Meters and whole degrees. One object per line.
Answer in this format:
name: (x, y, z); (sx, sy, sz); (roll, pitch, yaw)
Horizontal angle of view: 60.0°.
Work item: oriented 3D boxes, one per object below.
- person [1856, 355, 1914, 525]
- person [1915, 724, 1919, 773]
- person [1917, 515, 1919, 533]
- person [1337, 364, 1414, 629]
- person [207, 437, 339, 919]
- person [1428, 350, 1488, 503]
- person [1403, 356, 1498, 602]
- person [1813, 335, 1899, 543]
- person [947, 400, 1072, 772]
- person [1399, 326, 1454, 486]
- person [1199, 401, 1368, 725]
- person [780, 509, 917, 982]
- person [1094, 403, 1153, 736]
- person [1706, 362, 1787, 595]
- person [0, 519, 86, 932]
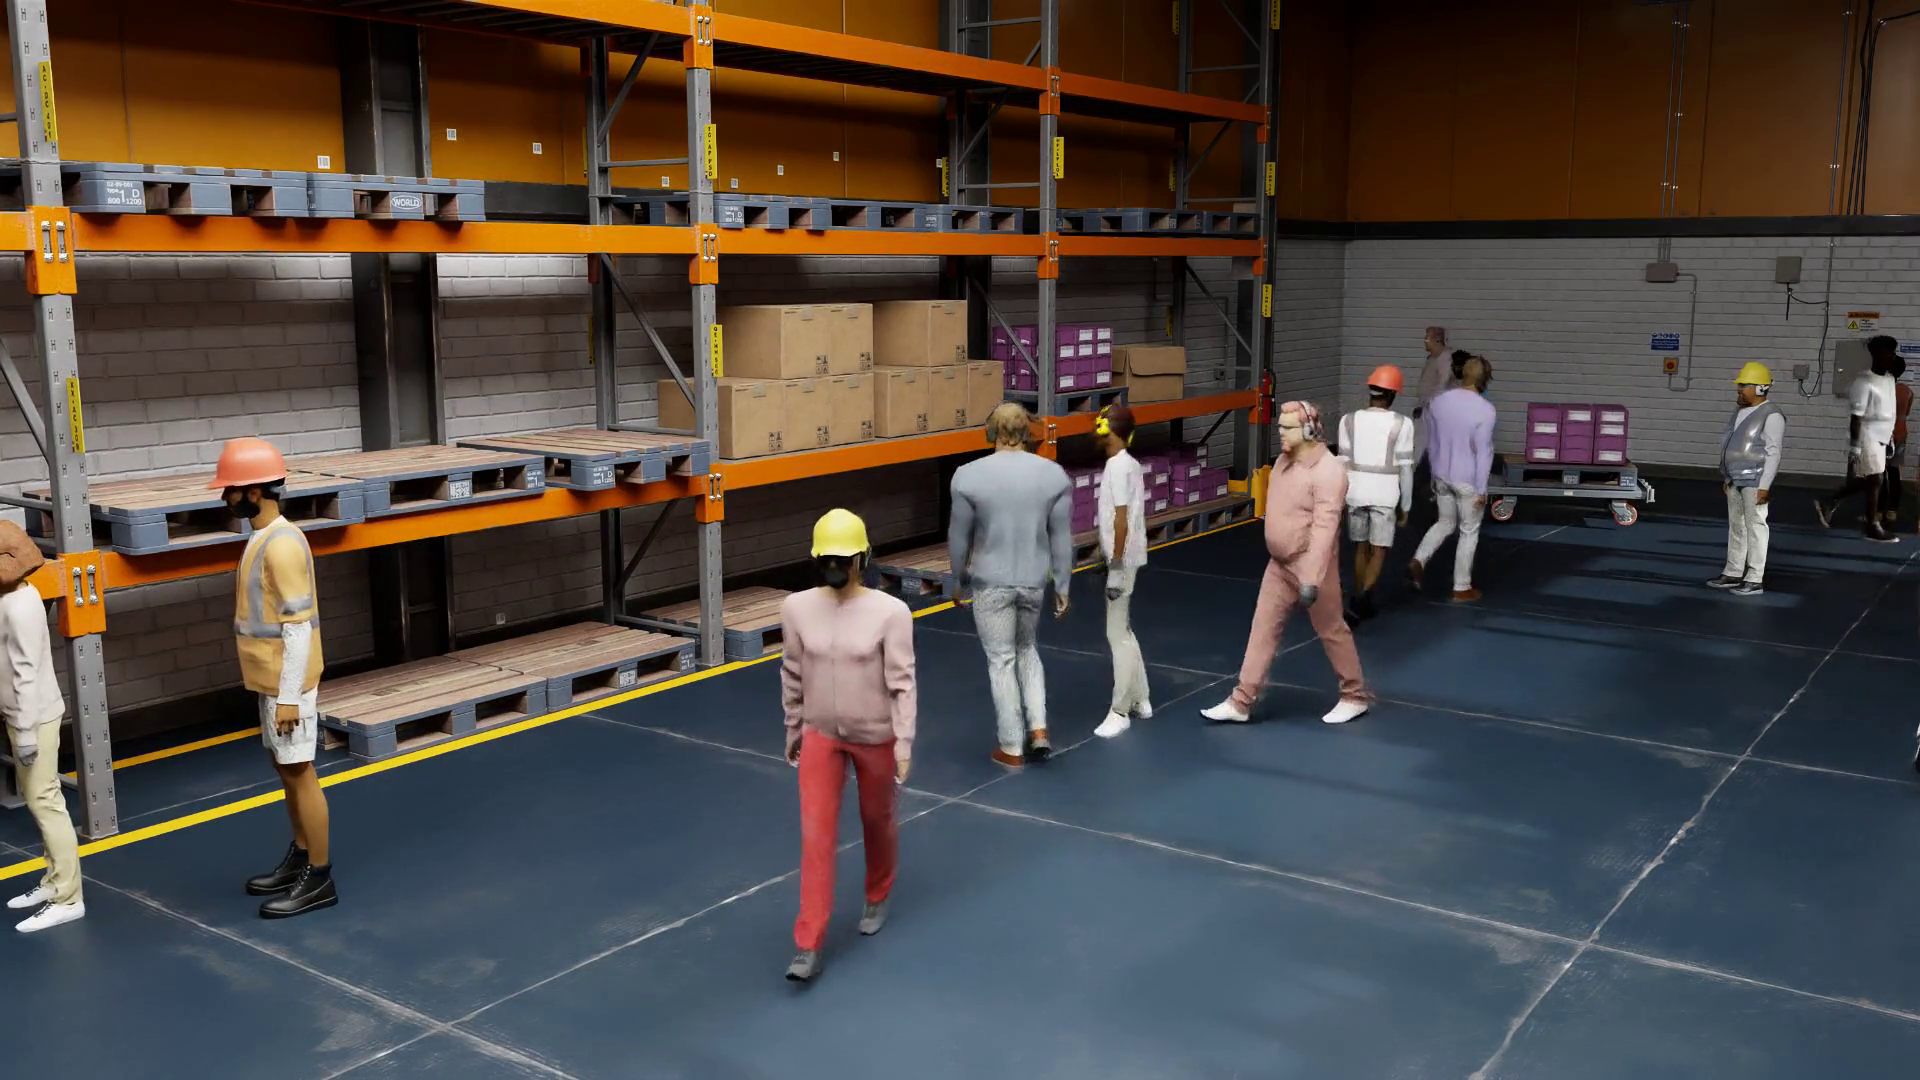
person: (9.255, -1.000, 16.616); (0.535, 1.697, 0.318); (-5, 11, -28)
person: (5.033, 0.436, 8.258); (0.493, 1.630, 0.514); (-9, 13, -42)
person: (6.700, -0.205, 10.862); (0.582, 2.000, 0.713); (-8, 12, -39)
person: (2.922, -0.295, 11.838); (0.556, 1.907, 0.830); (5, 11, 29)
person: (-2.758, 0.550, 6.678); (0.373, 1.933, 0.549); (-5, 11, -30)
person: (5.478, -1.228, 18.013); (0.609, 1.678, 0.543); (-5, 11, -27)
person: (3.768, -0.445, 12.670); (0.654, 1.914, 0.642); (-6, 11, -33)
person: (8.526, -0.972, 15.705); (0.611, 1.944, 0.784); (-8, 12, -38)
person: (0.244, 0.236, 8.612); (0.624, 1.916, 0.493); (-3, 10, -19)
person: (5.356, -1.522, 19.209); (0.911, 1.871, 0.661); (2, 10, 11)
person: (1.895, 0.146, 9.331); (1.011, 1.850, 0.662); (-4, 10, -21)
person: (-0.424, 0.735, 6.203); (0.545, 1.711, 0.898); (2, 10, 11)
person: (0.902, 0.162, 9.330); (0.349, 1.833, 0.653); (1, 10, 7)
person: (6.218, -0.486, 13.149); (0.403, 1.835, 0.586); (-1, 10, -6)
person: (-3.704, 0.721, 6.587); (0.284, 1.628, 0.494); (-6, 11, -34)
